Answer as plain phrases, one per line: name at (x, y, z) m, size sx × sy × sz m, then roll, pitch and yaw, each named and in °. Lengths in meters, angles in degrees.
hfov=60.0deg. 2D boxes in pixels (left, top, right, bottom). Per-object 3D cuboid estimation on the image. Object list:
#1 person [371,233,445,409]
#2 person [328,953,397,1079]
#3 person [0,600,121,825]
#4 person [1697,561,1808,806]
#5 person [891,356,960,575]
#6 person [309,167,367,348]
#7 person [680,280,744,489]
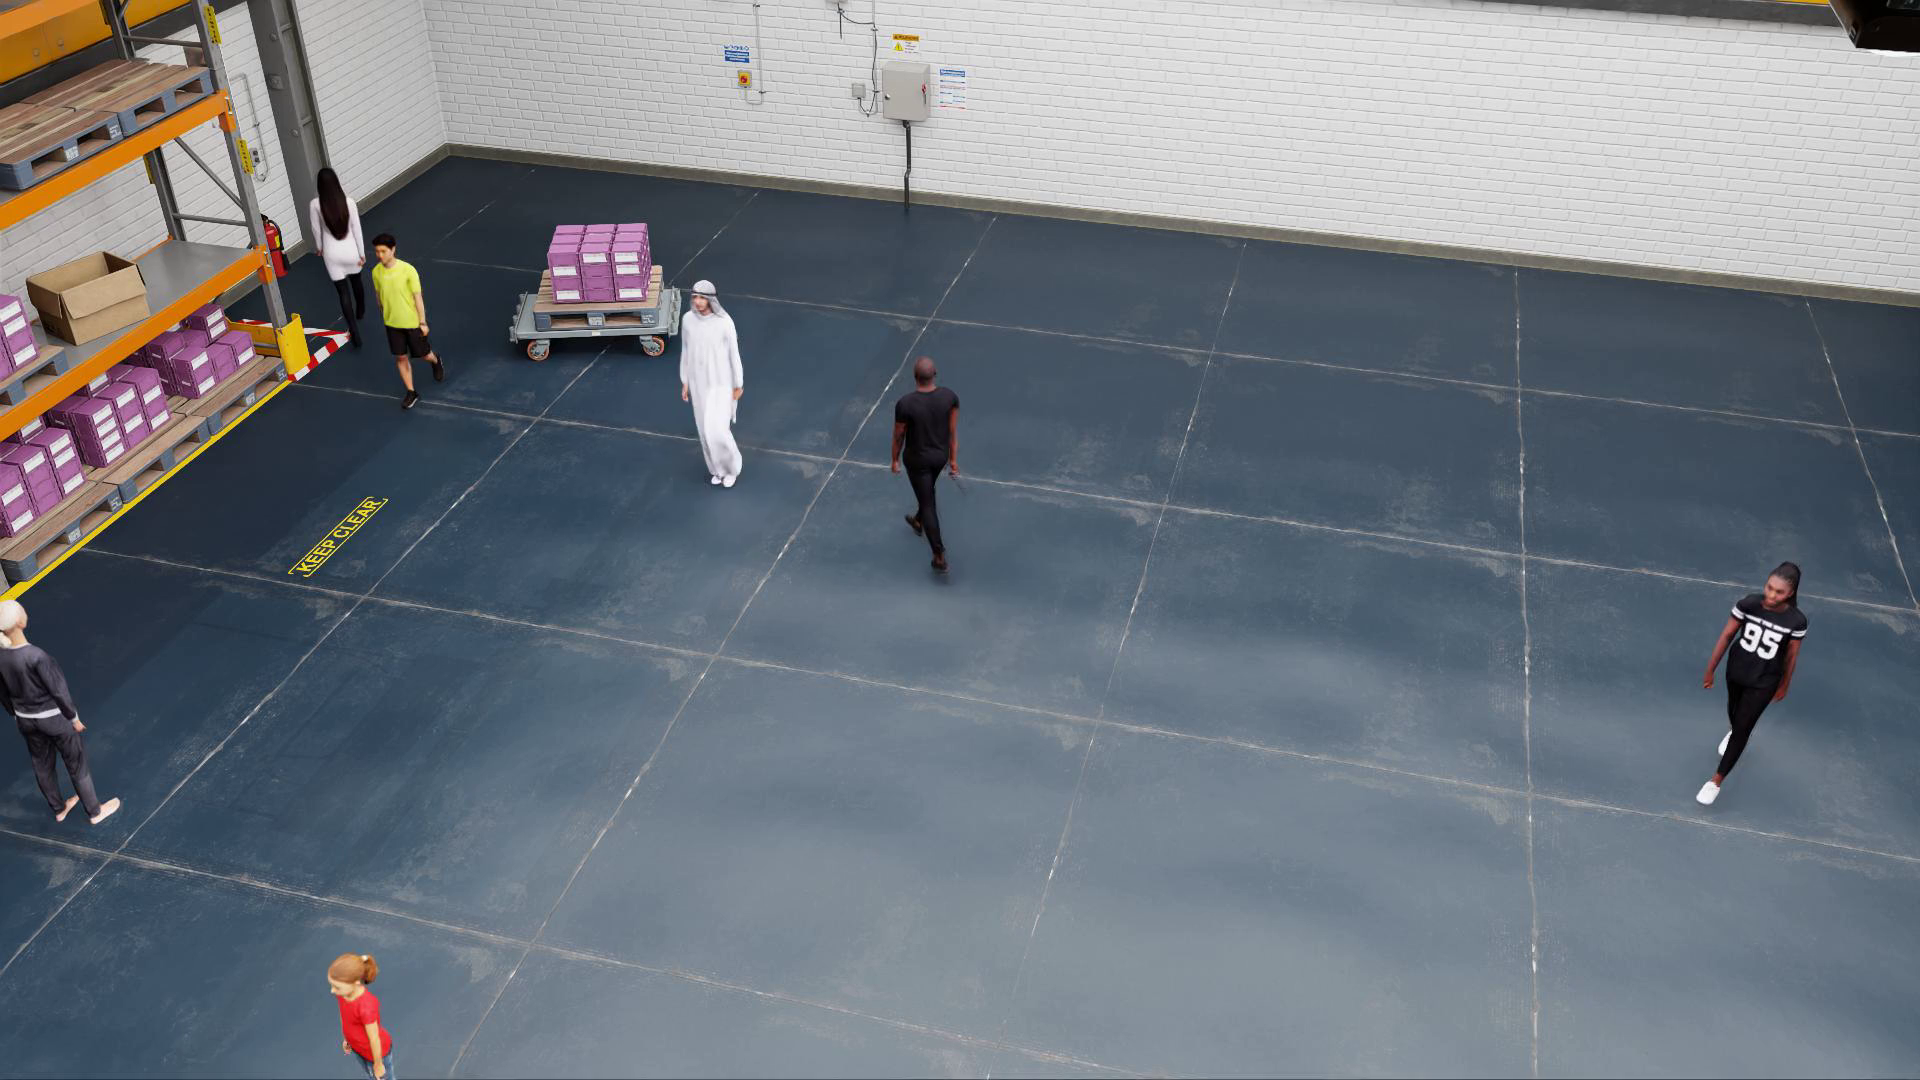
person at (-5.181, -2.102, 15.592) m, size 0.710 × 1.694 × 0.949 m, roll 4°, pitch 34°, yaw 6°
person at (-3.098, 2.654, 8.784) m, size 0.559 × 1.309 × 0.602 m, roll 28°, pitch 43°, yaw 35°
person at (-5.913, 1.116, 10.722) m, size 0.636 × 1.726 × 0.548 m, roll 5°, pitch 34°, yaw 7°
person at (5.311, 0.878, 11.121) m, size 0.982 × 1.680 × 1.262 m, roll 26°, pitch 41°, yaw 33°
person at (-0.242, -0.565, 13.208) m, size 1.135 × 1.773 × 1.280 m, roll -12°, pitch 35°, yaw -18°
person at (-6.157, -2.770, 16.543) m, size 1.050 × 1.754 × 1.240 m, roll -10°, pitch 35°, yaw -15°
person at (-2.090, -1.383, 14.312) m, size 0.729 × 1.914 × 0.805 m, roll 13°, pitch 36°, yaw 19°
